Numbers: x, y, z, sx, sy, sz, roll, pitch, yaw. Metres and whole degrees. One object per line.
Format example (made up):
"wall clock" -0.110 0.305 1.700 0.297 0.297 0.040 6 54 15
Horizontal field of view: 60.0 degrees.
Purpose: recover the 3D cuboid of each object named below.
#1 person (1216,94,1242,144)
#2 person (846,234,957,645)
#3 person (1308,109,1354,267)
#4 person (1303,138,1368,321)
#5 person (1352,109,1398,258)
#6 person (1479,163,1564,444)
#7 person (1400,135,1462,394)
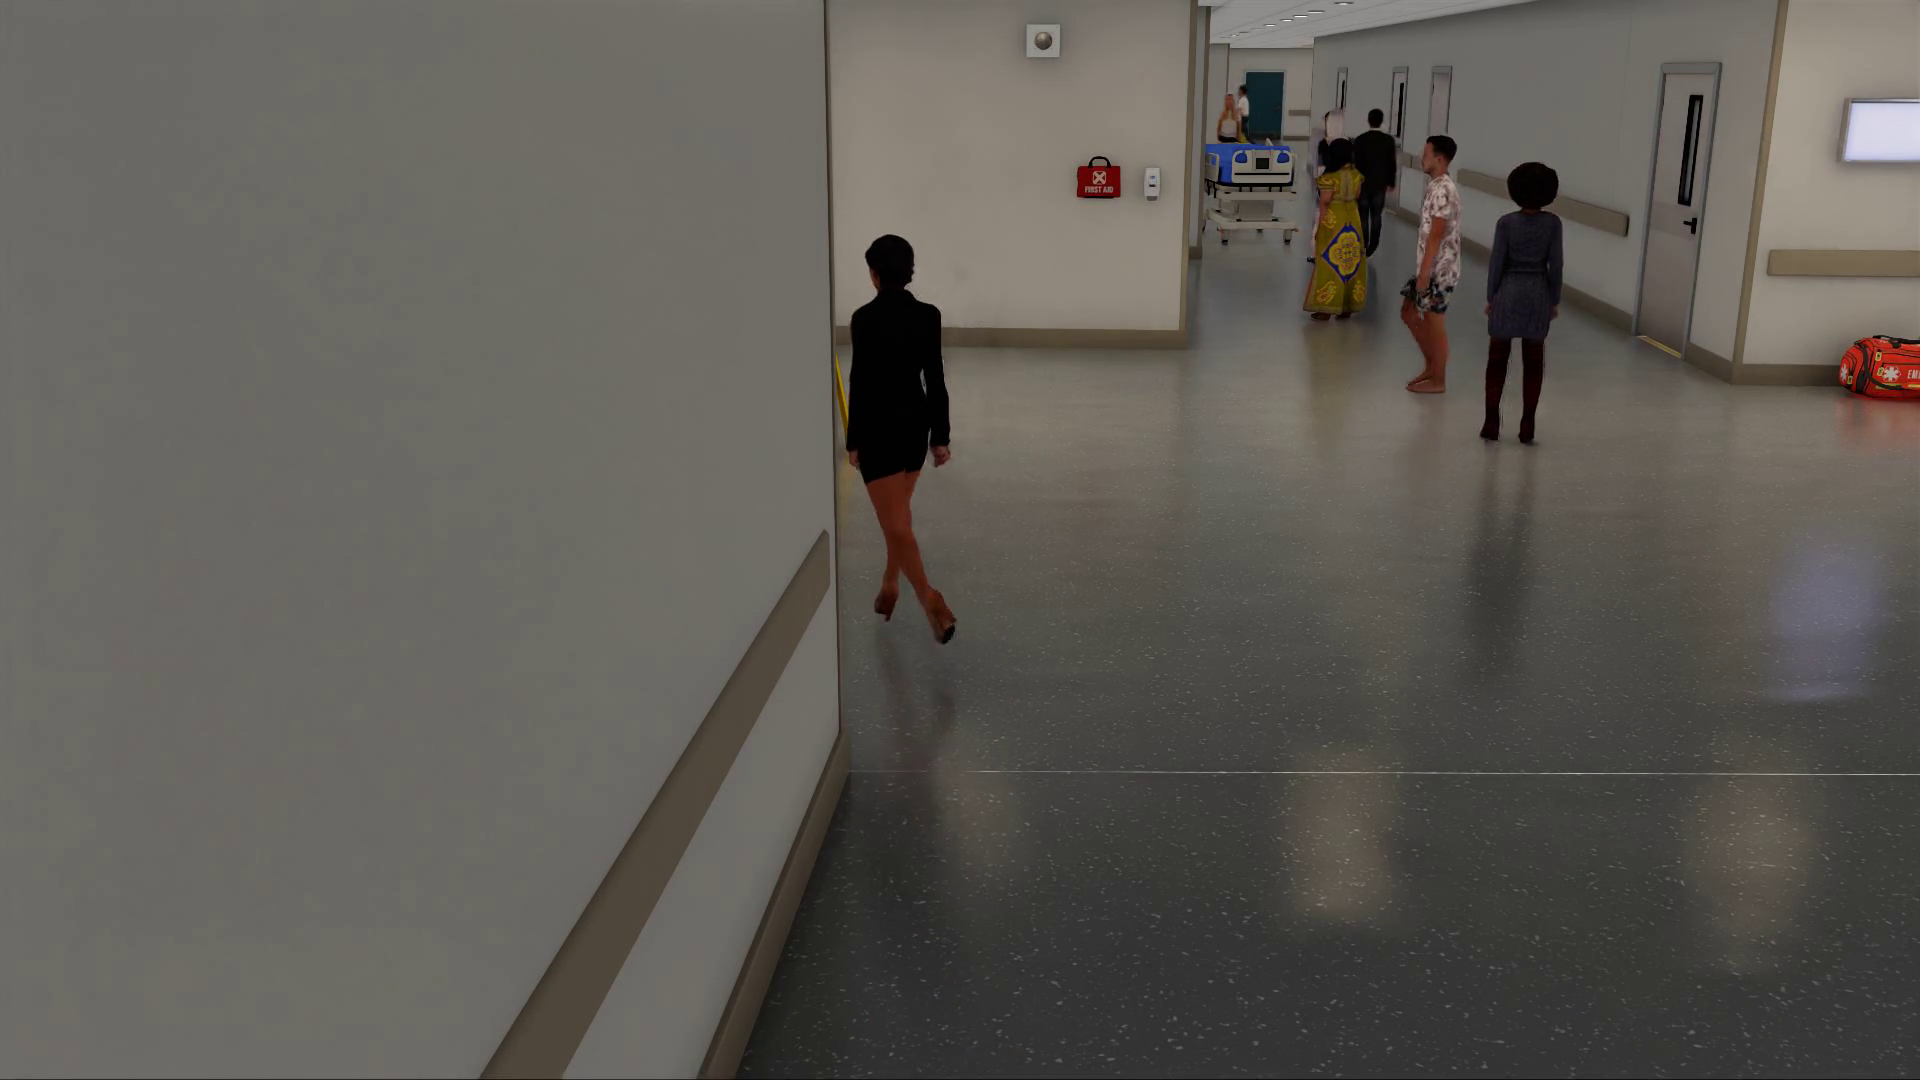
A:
"person" 5.224 -7.732 32.337 0.671 1.813 0.740 5 16 17
"person" -0.219 -0.337 6.494 1.060 1.605 1.006 -9 18 -28
"person" 4.302 -3.954 18.980 1.000 1.790 0.755 -1 16 -5
"person" 3.509 -2.891 15.449 0.967 1.660 1.066 -9 18 -28
"person" 5.064 -4.349 20.426 1.105 1.767 0.866 2 16 8
"person" 3.466 -1.452 10.250 0.491 1.712 0.679 4 16 14
"person" 3.460 -1.933 11.784 0.714 1.804 0.753 5 16 17
